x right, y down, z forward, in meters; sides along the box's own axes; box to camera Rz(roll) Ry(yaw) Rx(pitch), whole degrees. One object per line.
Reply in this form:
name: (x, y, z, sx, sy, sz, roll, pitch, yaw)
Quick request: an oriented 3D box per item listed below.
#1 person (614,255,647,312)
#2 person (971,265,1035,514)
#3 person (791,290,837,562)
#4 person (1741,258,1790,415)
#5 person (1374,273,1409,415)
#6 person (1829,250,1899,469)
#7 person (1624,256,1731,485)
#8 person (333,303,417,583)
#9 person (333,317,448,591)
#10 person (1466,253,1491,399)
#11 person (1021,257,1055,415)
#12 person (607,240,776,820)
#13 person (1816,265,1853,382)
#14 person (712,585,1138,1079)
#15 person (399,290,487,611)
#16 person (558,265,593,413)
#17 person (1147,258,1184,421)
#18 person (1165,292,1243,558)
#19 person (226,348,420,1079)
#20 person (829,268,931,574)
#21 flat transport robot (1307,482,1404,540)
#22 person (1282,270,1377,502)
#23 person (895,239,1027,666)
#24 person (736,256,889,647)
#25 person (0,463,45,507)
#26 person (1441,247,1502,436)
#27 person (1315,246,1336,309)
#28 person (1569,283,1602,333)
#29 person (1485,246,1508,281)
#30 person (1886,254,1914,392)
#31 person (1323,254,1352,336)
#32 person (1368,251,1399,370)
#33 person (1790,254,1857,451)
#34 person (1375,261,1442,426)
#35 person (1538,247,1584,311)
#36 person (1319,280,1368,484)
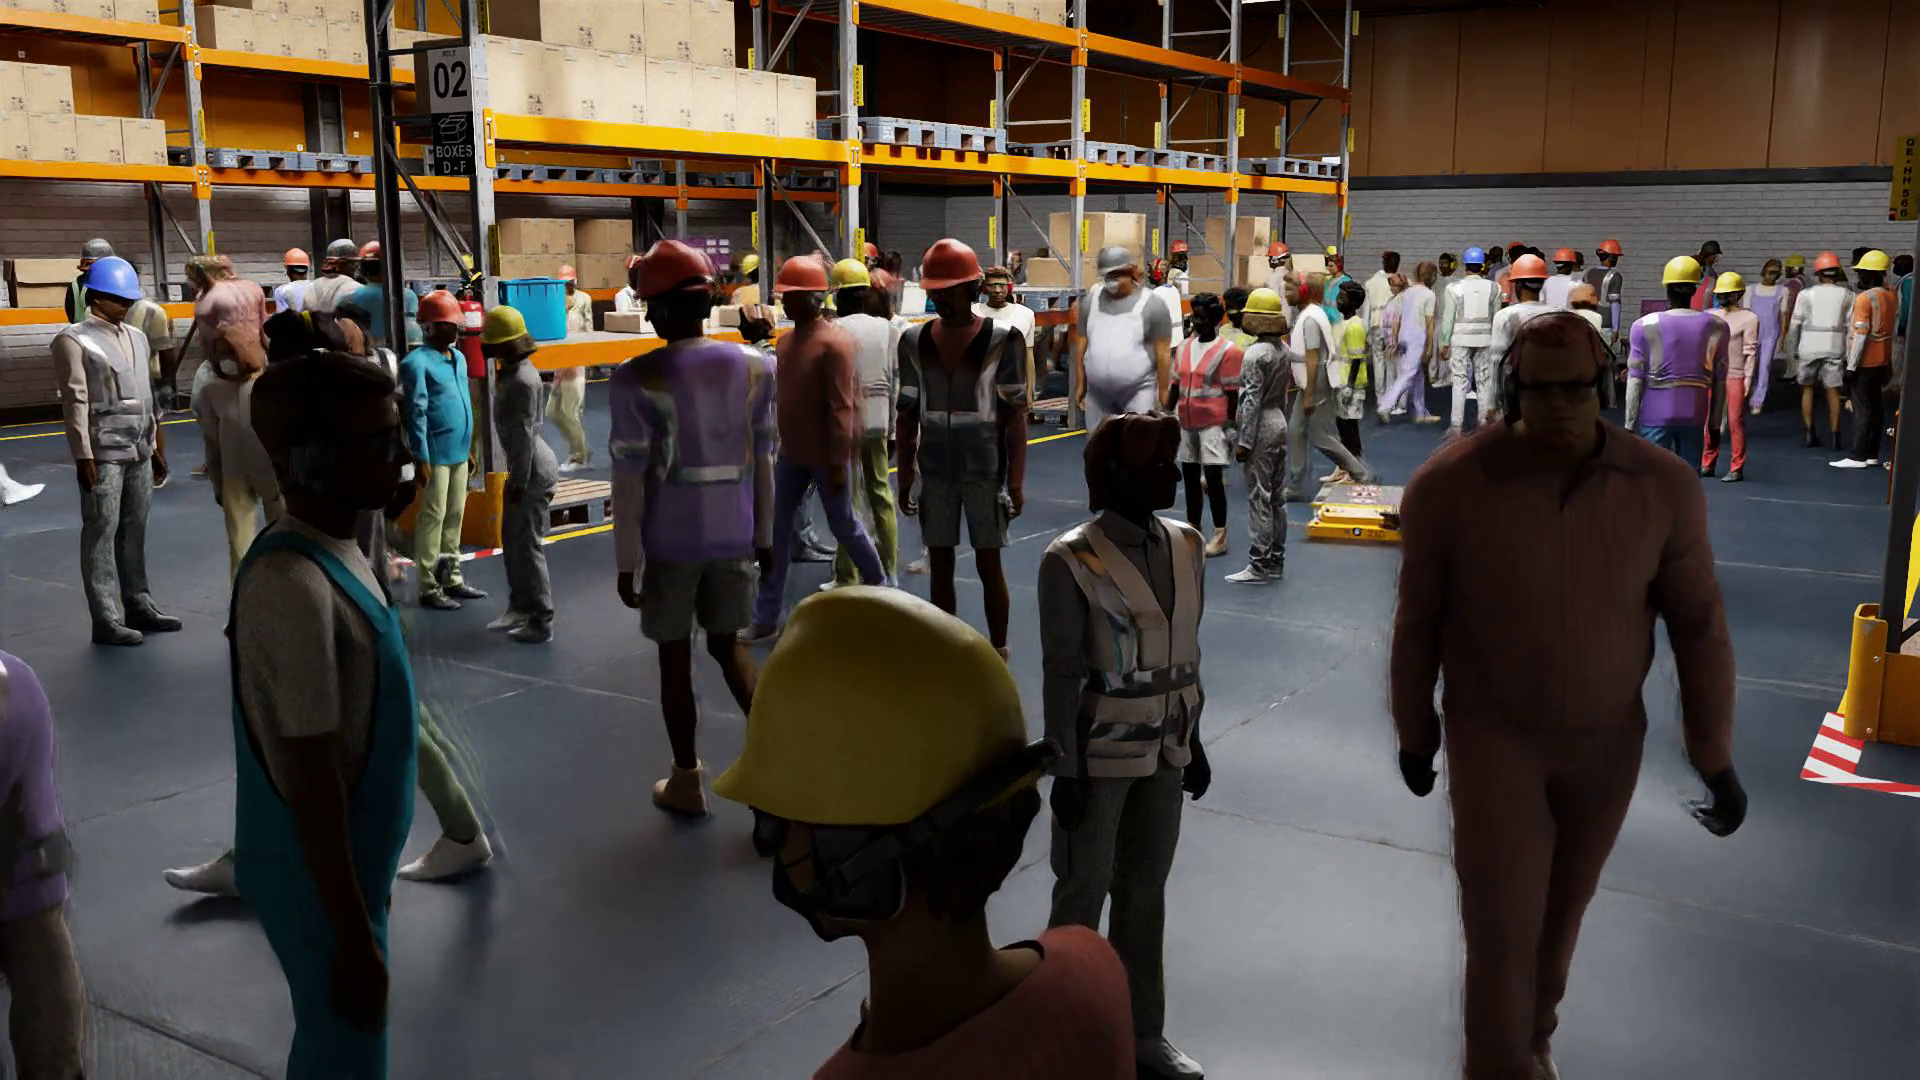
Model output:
person: (-2.943, -1.639, 15.145, 0.337, 1.882, 0.584, 2, 10, 10)
person: (0.271, -1.104, 12.310, 0.561, 1.838, 0.393, 0, 10, -1)
person: (-0.922, -0.738, 10.508, 0.338, 1.759, 0.524, 0, 10, 1)
person: (9.384, -2.383, 19.473, 0.534, 1.814, 0.711, 8, 13, 36)
person: (5.071, -2.272, 19.334, 0.308, 1.639, 0.511, -3, 11, -16)
person: (8.044, -1.592, 14.756, 0.587, 1.930, 0.361, -8, 13, -37)
person: (4.316, -0.745, 10.076, 0.593, 1.924, 0.381, 1, 10, 5)
person: (-3.490, -0.567, 9.820, 0.440, 1.664, 0.564, 7, 12, 33)
person: (-3.189, -0.401, 9.028, 0.597, 1.616, 0.547, 2, 10, 9)
person: (6.597, -2.729, 21.266, 0.333, 1.860, 0.510, 2, 10, 9)
person: (0.873, -2.364, 19.340, 0.596, 1.824, 0.403, -8, 13, -39)
person: (-0.874, -0.002, 5.686, 0.631, 2.023, 0.599, -7, 12, -35)
person: (12.292, -3.052, 23.438, 0.525, 1.723, 0.434, 4, 11, 20)
person: (-0.035, 0.905, 1.407, 0.337, 1.760, 0.521, 7, 13, 35)
person: (-2.838, -0.499, 9.190, 0.341, 1.749, 0.572, 2, 10, 12)
person: (-4.591, -2.340, 19.465, 0.577, 1.728, 0.687, -2, 10, -9)
person: (2.094, -1.960, 17.062, 0.384, 1.838, 0.562, 6, 12, 30)
person: (1.572, -0.747, 10.736, 0.340, 1.697, 0.564, -8, 13, -37)
person: (-1.063, 0.595, 2.878, 0.338, 1.845, 0.505, -4, 11, -19)
person: (-0.460, -0.694, 9.998, 0.854, 1.842, 0.705, -7, 12, -32)
flat transport robot: (2.851, -0.217, 11.740, 0.652, 0.197, 1.431, 3, 11, 16)
person: (2.795, -1.154, 12.704, 0.789, 1.806, 0.606, 1, 10, 6)
person: (-0.011, -0.299, 7.340, 0.613, 2.028, 0.409, 4, 11, 20)
person: (-0.724, -0.463, 8.463, 1.003, 1.951, 0.627, -10, 14, -43)
person: (-7.407, -1.118, 12.294, 0.581, 1.860, 0.989, 10, 14, 43)
person: (5.268, -2.037, 17.176, 0.605, 1.948, 0.406, 0, 10, 0)
person: (5.783, -3.652, 26.179, 0.367, 1.928, 0.584, 1, 10, 4)
person: (5.868, -1.622, 15.784, 0.375, 1.616, 0.511, -6, 12, -30)
person: (8.576, -3.730, 26.613, 0.627, 1.933, 0.369, -8, 13, -39)
person: (12.620, -2.904, 22.315, 0.429, 1.833, 0.636, 4, 11, 21)
person: (4.962, -2.834, 21.897, 0.390, 1.838, 0.563, -3, 11, -17)
person: (6.593, -3.574, 25.931, 0.604, 1.860, 0.542, -7, 13, -35)
person: (8.361, -1.818, 16.140, 0.577, 1.884, 0.590, 4, 11, 23)
person: (4.900, -2.138, 18.181, 0.918, 1.804, 0.556, -4, 11, -21)
person: (7.012, -2.443, 19.462, 0.548, 1.934, 0.375, 8, 13, 37)
person: (3.145, -1.260, 13.556, 0.318, 1.700, 0.535, 0, 10, -1)
